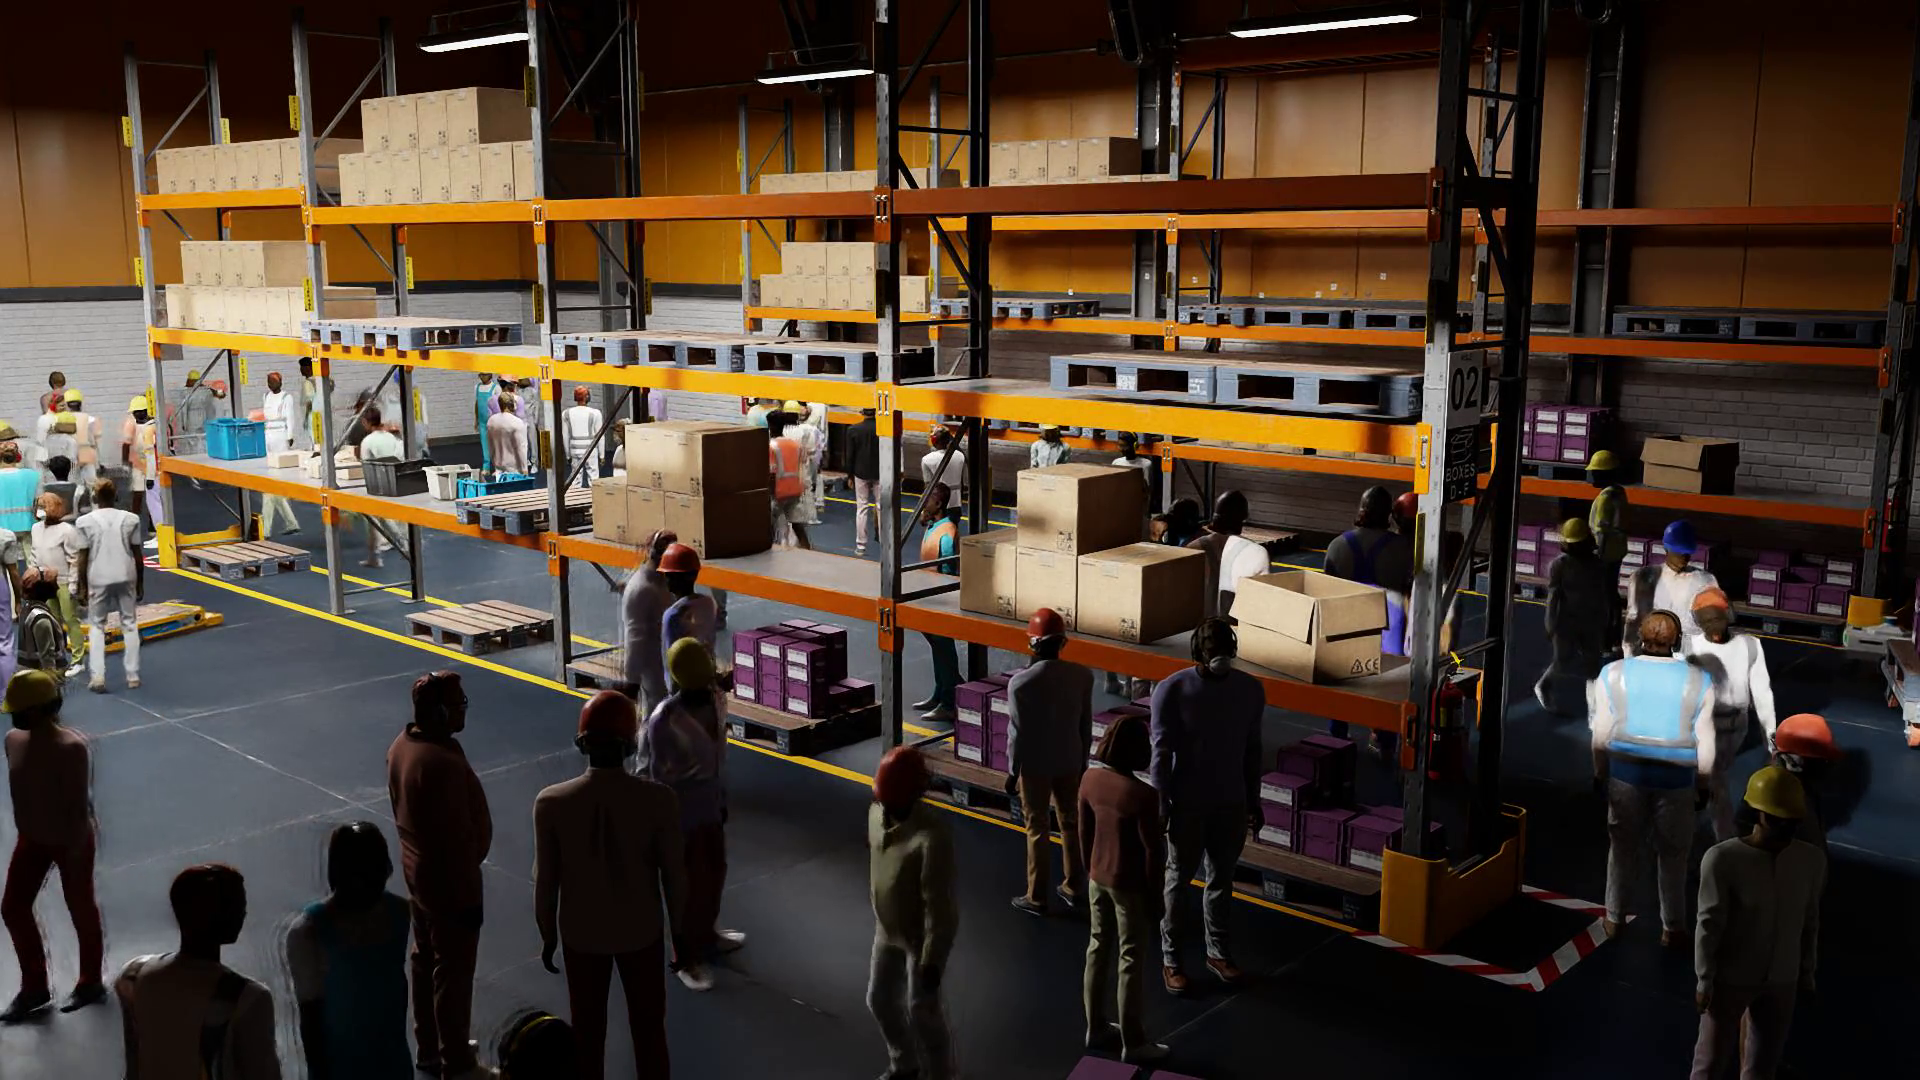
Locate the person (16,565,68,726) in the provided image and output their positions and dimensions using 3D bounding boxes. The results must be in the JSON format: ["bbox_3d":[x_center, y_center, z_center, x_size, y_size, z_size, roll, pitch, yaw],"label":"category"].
[{"bbox_3d":[-6.208,0.985,11.283,0.314,1.633,0.518,-7,12,-36],"label":"person"}]

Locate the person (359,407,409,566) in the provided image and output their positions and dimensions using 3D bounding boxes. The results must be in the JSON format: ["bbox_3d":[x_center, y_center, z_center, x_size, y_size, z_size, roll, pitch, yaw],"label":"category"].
[{"bbox_3d":[-6.870,-0.620,19.586,0.509,1.901,0.605,2,10,9],"label":"person"}]

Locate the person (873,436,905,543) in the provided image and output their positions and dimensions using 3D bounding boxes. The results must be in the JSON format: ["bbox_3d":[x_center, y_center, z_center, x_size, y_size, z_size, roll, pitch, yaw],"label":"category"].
[{"bbox_3d":[-0.924,-0.917,21.210,0.548,1.925,0.384,-9,14,-42],"label":"person"}]

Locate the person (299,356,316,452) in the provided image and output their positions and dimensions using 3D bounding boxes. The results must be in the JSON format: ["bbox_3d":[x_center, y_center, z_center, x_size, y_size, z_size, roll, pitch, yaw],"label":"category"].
[{"bbox_3d":[-10.732,-2.058,27.534,0.367,1.967,0.606,-1,10,-7],"label":"person"}]

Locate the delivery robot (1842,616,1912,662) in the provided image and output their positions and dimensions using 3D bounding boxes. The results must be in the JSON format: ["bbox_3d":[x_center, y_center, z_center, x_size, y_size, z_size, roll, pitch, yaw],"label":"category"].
[{"bbox_3d":[8.097,0.908,14.494,0.707,0.478,0.477,7,12,35],"label":"delivery robot"}]

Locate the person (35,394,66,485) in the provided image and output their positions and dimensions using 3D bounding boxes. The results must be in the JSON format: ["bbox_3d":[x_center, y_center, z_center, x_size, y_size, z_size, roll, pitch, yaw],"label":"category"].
[{"bbox_3d":[-12.061,-1.029,22.135,0.428,1.823,0.641,-8,13,-38],"label":"person"}]

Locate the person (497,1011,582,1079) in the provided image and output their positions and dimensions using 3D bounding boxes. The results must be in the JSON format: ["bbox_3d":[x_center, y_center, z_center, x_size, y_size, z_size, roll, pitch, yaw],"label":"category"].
[{"bbox_3d":[-1.104,2.110,4.378,0.926,1.817,0.522,9,14,43],"label":"person"}]

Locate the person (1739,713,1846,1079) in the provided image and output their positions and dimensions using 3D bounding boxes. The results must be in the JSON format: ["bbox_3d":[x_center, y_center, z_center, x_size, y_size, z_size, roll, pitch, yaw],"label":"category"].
[{"bbox_3d":[3.670,1.616,7.360,0.327,1.753,0.563,7,12,33],"label":"person"}]

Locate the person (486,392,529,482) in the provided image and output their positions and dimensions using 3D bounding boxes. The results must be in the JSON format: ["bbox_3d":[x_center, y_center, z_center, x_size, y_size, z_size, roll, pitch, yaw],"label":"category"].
[{"bbox_3d":[-5.739,-0.924,21.203,0.632,1.940,0.368,6,12,32],"label":"person"}]

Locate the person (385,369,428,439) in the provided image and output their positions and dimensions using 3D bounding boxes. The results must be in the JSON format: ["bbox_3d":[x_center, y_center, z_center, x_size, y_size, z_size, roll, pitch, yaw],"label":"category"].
[{"bbox_3d":[-8.409,-1.648,25.298,0.629,1.926,0.446,-4,11,-20],"label":"person"}]

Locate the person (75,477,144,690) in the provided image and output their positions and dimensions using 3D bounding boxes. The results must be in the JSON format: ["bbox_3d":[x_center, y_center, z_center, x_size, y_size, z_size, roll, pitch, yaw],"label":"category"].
[{"bbox_3d":[-7.238,0.380,14.206,0.542,1.819,0.459,-7,12,-36],"label":"person"}]

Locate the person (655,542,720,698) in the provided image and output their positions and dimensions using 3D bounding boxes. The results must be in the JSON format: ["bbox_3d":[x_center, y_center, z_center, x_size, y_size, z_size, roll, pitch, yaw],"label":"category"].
[{"bbox_3d":[-1.726,0.974,10.477,0.378,1.936,0.548,4,11,19],"label":"person"}]

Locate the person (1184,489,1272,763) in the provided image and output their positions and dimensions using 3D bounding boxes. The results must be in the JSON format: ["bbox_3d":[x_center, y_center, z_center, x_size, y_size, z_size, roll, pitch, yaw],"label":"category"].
[{"bbox_3d":[1.948,0.636,12.097,0.688,2.000,0.536,4,11,22],"label":"person"}]

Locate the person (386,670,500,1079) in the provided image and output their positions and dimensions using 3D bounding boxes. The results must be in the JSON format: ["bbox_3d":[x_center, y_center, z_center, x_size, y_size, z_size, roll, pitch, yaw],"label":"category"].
[{"bbox_3d":[-2.301,1.518,7.489,0.409,1.907,0.651,-8,13,-38],"label":"person"}]

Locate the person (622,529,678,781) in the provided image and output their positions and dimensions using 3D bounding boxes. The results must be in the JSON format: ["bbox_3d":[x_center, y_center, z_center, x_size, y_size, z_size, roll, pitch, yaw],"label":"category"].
[{"bbox_3d":[-1.998,0.853,11.330,0.598,1.880,0.637,1,10,7],"label":"person"}]

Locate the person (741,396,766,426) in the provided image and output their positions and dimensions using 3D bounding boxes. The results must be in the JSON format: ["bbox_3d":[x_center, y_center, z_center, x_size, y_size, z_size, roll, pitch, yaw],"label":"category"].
[{"bbox_3d":[-3.009,-1.373,24.299,0.352,1.743,0.567,2,10,11],"label":"person"}]

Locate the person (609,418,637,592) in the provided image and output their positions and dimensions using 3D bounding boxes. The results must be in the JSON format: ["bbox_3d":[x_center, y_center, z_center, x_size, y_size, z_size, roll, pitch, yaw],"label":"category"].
[{"bbox_3d":[-3.579,-0.358,18.006,0.372,1.940,0.630,-7,12,-35],"label":"person"}]

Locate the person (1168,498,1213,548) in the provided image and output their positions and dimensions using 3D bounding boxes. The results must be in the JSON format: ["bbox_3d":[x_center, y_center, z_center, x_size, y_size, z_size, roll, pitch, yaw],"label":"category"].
[{"bbox_3d":[1.768,0.573,13.057,0.429,1.832,0.634,-8,13,-37],"label":"person"}]

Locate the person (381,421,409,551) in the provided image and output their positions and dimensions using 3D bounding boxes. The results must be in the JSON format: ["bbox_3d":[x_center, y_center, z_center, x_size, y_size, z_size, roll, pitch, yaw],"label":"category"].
[{"bbox_3d":[-6.978,-0.661,20.572,0.517,1.636,0.314,4,11,23],"label":"person"}]

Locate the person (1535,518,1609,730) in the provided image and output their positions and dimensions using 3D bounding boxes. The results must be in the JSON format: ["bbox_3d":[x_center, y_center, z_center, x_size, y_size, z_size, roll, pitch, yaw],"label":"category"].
[{"bbox_3d":[4.829,0.638,13.086,0.545,1.694,0.760,-1,10,-7],"label":"person"}]

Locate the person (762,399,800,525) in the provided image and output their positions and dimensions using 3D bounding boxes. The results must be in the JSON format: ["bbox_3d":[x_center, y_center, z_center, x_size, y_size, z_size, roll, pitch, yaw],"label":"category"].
[{"bbox_3d":[-2.388,-1.089,21.927,0.670,2.013,0.624,8,13,37],"label":"person"}]

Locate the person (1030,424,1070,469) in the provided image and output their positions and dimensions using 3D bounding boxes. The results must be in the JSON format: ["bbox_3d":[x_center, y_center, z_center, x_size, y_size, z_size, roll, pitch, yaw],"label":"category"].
[{"bbox_3d":[1.099,-0.650,20.206,0.493,1.742,0.322,0,10,-2],"label":"person"}]

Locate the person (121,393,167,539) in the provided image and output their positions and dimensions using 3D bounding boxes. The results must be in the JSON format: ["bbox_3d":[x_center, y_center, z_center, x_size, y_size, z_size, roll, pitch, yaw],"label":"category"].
[{"bbox_3d":[-10.541,-0.955,21.464,0.370,1.919,0.731,4,11,22],"label":"person"}]

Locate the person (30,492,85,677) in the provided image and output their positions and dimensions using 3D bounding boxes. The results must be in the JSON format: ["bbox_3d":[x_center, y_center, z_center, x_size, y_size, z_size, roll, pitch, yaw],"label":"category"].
[{"bbox_3d":[-7.963,0.388,14.643,0.500,1.636,0.282,3,11,18],"label":"person"}]

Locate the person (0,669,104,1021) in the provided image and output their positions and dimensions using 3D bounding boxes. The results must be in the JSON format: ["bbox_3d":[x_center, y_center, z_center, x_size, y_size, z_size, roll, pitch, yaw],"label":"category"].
[{"bbox_3d":[-4.472,1.489,8.074,0.539,1.747,0.585,3,10,17],"label":"person"}]

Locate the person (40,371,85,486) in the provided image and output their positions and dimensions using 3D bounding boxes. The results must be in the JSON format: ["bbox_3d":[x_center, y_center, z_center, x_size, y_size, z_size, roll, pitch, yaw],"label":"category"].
[{"bbox_3d":[-13.302,-1.538,24.675,0.354,1.937,0.635,5,11,26],"label":"person"}]

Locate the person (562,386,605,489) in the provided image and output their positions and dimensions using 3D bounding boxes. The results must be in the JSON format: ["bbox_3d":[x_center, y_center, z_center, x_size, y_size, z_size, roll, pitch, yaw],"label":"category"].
[{"bbox_3d":[-5.124,-1.164,22.724,0.574,1.883,0.355,1,10,7],"label":"person"}]

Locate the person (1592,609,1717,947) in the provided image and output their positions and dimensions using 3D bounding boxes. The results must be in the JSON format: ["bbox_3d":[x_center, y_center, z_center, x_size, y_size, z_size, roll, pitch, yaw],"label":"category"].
[{"bbox_3d":[3.748,1.281,9.012,0.619,1.845,0.430,5,11,26],"label":"person"}]

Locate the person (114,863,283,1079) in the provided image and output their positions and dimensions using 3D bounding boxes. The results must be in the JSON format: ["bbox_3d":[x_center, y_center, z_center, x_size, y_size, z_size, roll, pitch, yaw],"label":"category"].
[{"bbox_3d":[-2.359,1.927,5.263,0.589,1.879,0.374,3,11,18],"label":"person"}]

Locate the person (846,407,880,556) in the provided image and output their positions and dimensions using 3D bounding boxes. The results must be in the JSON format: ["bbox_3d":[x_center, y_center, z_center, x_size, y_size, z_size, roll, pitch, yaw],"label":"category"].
[{"bbox_3d":[-1.081,-0.794,20.301,0.611,1.997,0.375,-1,10,-5],"label":"person"}]

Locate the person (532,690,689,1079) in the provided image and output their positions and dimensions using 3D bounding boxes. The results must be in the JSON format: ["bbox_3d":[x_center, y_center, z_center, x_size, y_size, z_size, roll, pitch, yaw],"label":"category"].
[{"bbox_3d":[-1.418,1.592,6.818,0.617,1.993,0.396,-1,10,-4],"label":"person"}]

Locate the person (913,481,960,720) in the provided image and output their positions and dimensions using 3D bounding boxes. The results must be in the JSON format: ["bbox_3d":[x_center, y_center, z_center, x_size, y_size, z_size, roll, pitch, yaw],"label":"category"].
[{"bbox_3d":[-0.157,0.479,13.331,0.392,1.919,0.593,-2,10,-12],"label":"person"}]

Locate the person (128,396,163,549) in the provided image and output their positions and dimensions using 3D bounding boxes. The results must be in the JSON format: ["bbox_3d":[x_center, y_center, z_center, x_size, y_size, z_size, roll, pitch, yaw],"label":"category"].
[{"bbox_3d":[-10.175,-0.854,20.892,0.399,1.912,0.591,-5,11,-24],"label":"person"}]

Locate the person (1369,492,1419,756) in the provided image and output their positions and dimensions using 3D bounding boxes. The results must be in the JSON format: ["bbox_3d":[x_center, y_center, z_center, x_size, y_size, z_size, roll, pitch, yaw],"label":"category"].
[{"bbox_3d":[3.301,0.619,12.359,0.616,1.986,0.407,-6,12,-31],"label":"person"}]

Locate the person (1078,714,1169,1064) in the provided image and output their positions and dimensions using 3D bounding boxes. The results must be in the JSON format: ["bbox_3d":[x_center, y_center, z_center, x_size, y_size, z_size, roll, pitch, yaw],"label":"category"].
[{"bbox_3d":[0.759,1.609,7.743,0.279,1.634,0.497,-8,13,-39],"label":"person"}]
